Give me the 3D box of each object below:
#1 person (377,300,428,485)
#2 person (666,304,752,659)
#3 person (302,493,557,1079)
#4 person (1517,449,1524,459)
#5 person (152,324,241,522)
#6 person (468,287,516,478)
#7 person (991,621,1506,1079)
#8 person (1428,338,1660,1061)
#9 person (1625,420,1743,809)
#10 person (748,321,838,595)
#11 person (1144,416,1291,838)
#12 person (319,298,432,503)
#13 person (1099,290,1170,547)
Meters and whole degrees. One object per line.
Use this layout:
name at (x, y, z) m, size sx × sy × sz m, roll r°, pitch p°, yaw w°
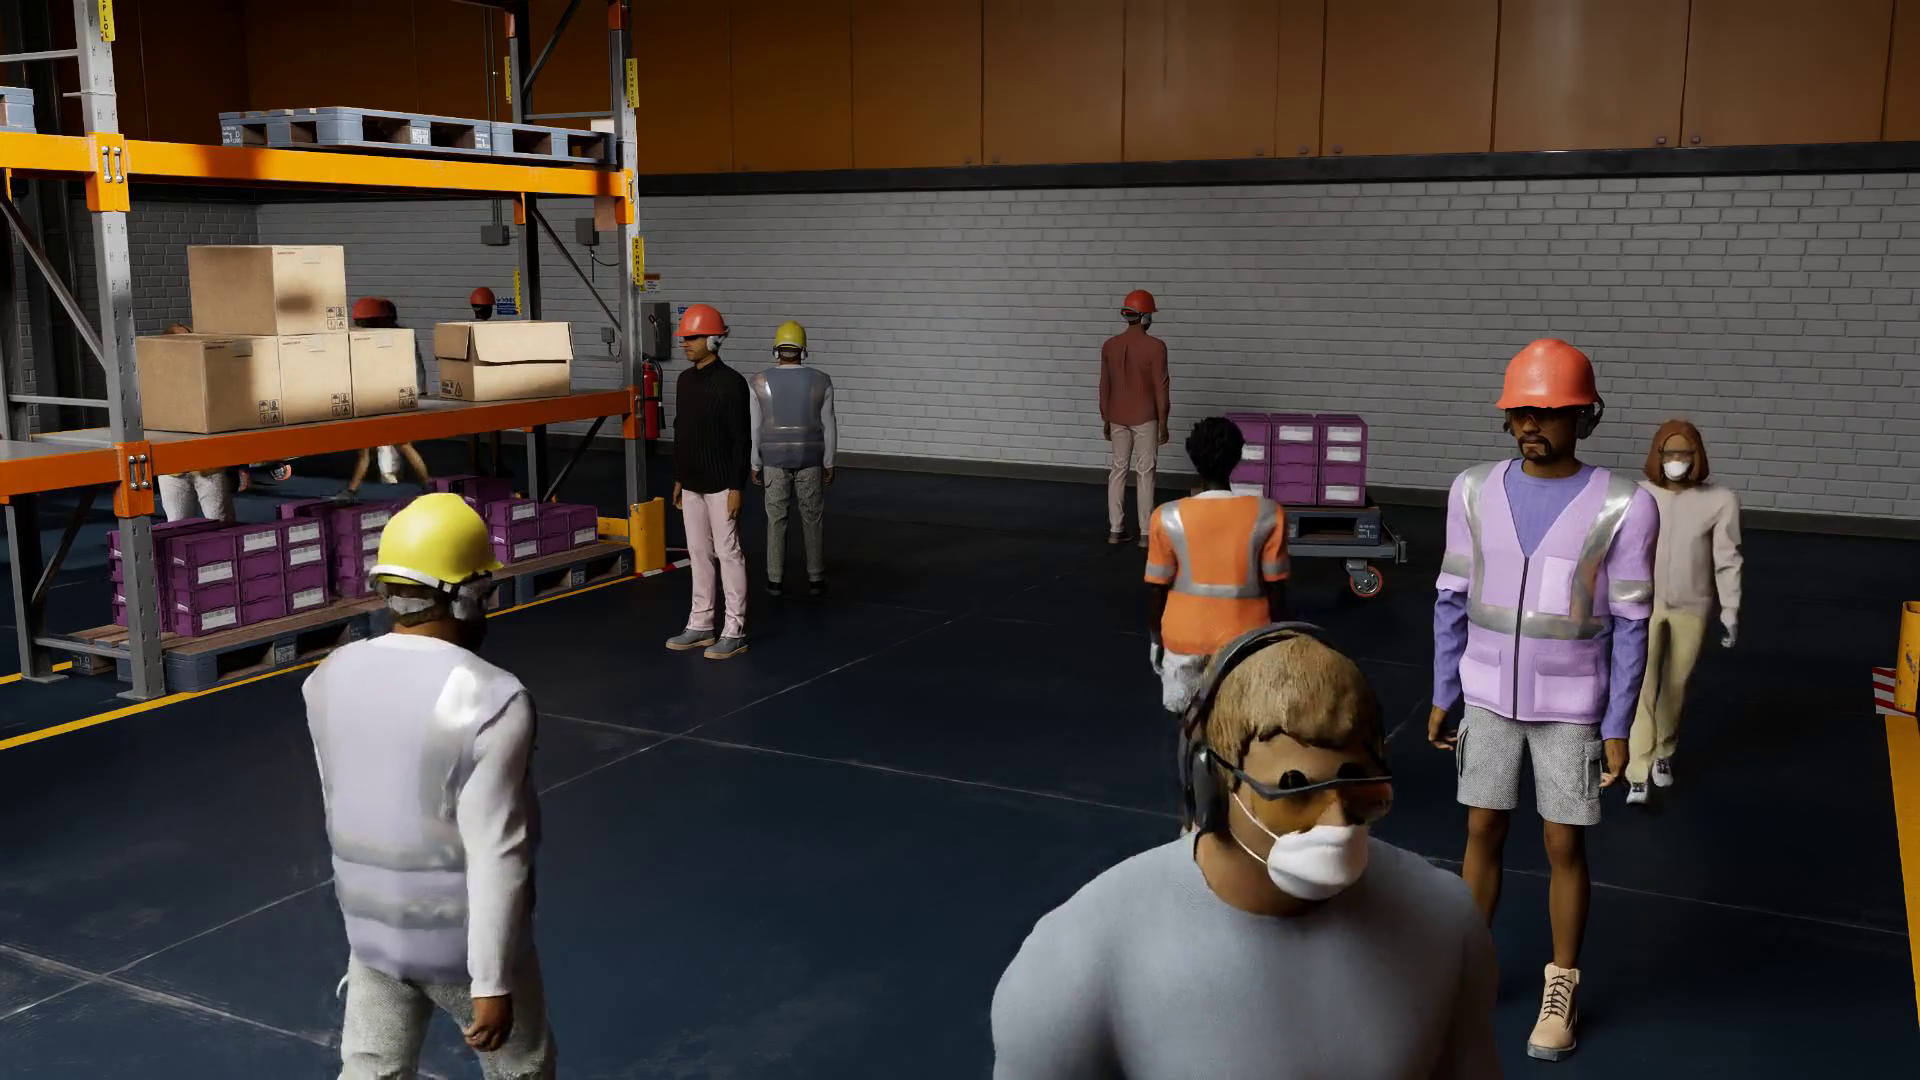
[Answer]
person at (-5.619, -1.457, 16.465) m, size 0.661 × 1.816 × 0.683 m, roll -8°, pitch 13°, yaw -41°
person at (-1.426, -0.330, 9.420) m, size 0.612 × 1.995 × 0.382 m, roll 9°, pitch 13°, yaw 42°
person at (-1.153, 0.806, 3.448) m, size 0.607 × 1.799 × 0.882 m, roll 5°, pitch 11°, yaw 26°
person at (4.107, -0.562, 11.810) m, size 0.267 × 1.631 × 0.507 m, roll 8°, pitch 13°, yaw 41°
person at (-4.892, -0.454, 10.609) m, size 0.625 × 1.837 × 0.429 m, roll -1°, pitch 10°, yaw -4°
person at (-4.785, -1.575, 16.790) m, size 0.552 × 1.937 × 0.356 m, roll 3°, pitch 10°, yaw 17°
person at (0.387, 1.023, 1.917) m, size 0.639 × 1.877 × 1.026 m, roll -5°, pitch 11°, yaw -26°
person at (1.631, 0.453, 4.746) m, size 0.608 × 2.044 × 0.371 m, roll 7°, pitch 12°, yaw 37°
person at (2.929, 0.310, 6.856) m, size 0.514 × 1.588 × 0.838 m, roll 4°, pitch 10°, yaw 20°
person at (-1.116, -0.540, 11.104) m, size 0.597 × 1.832 × 0.404 m, roll -1°, pitch 10°, yaw -7°
person at (0.949, 0.381, 6.190) m, size 0.543 × 1.681 × 0.476 m, roll 1°, pitch 10°, yaw 8°
person at (-5.172, -1.203, 14.815) m, size 1.053 × 1.880 × 0.559 m, roll -3°, pitch 10°, yaw -19°
person at (1.375, -0.947, 12.986) m, size 0.611 × 1.996 × 0.387 m, roll 8°, pitch 13°, yaw 40°
